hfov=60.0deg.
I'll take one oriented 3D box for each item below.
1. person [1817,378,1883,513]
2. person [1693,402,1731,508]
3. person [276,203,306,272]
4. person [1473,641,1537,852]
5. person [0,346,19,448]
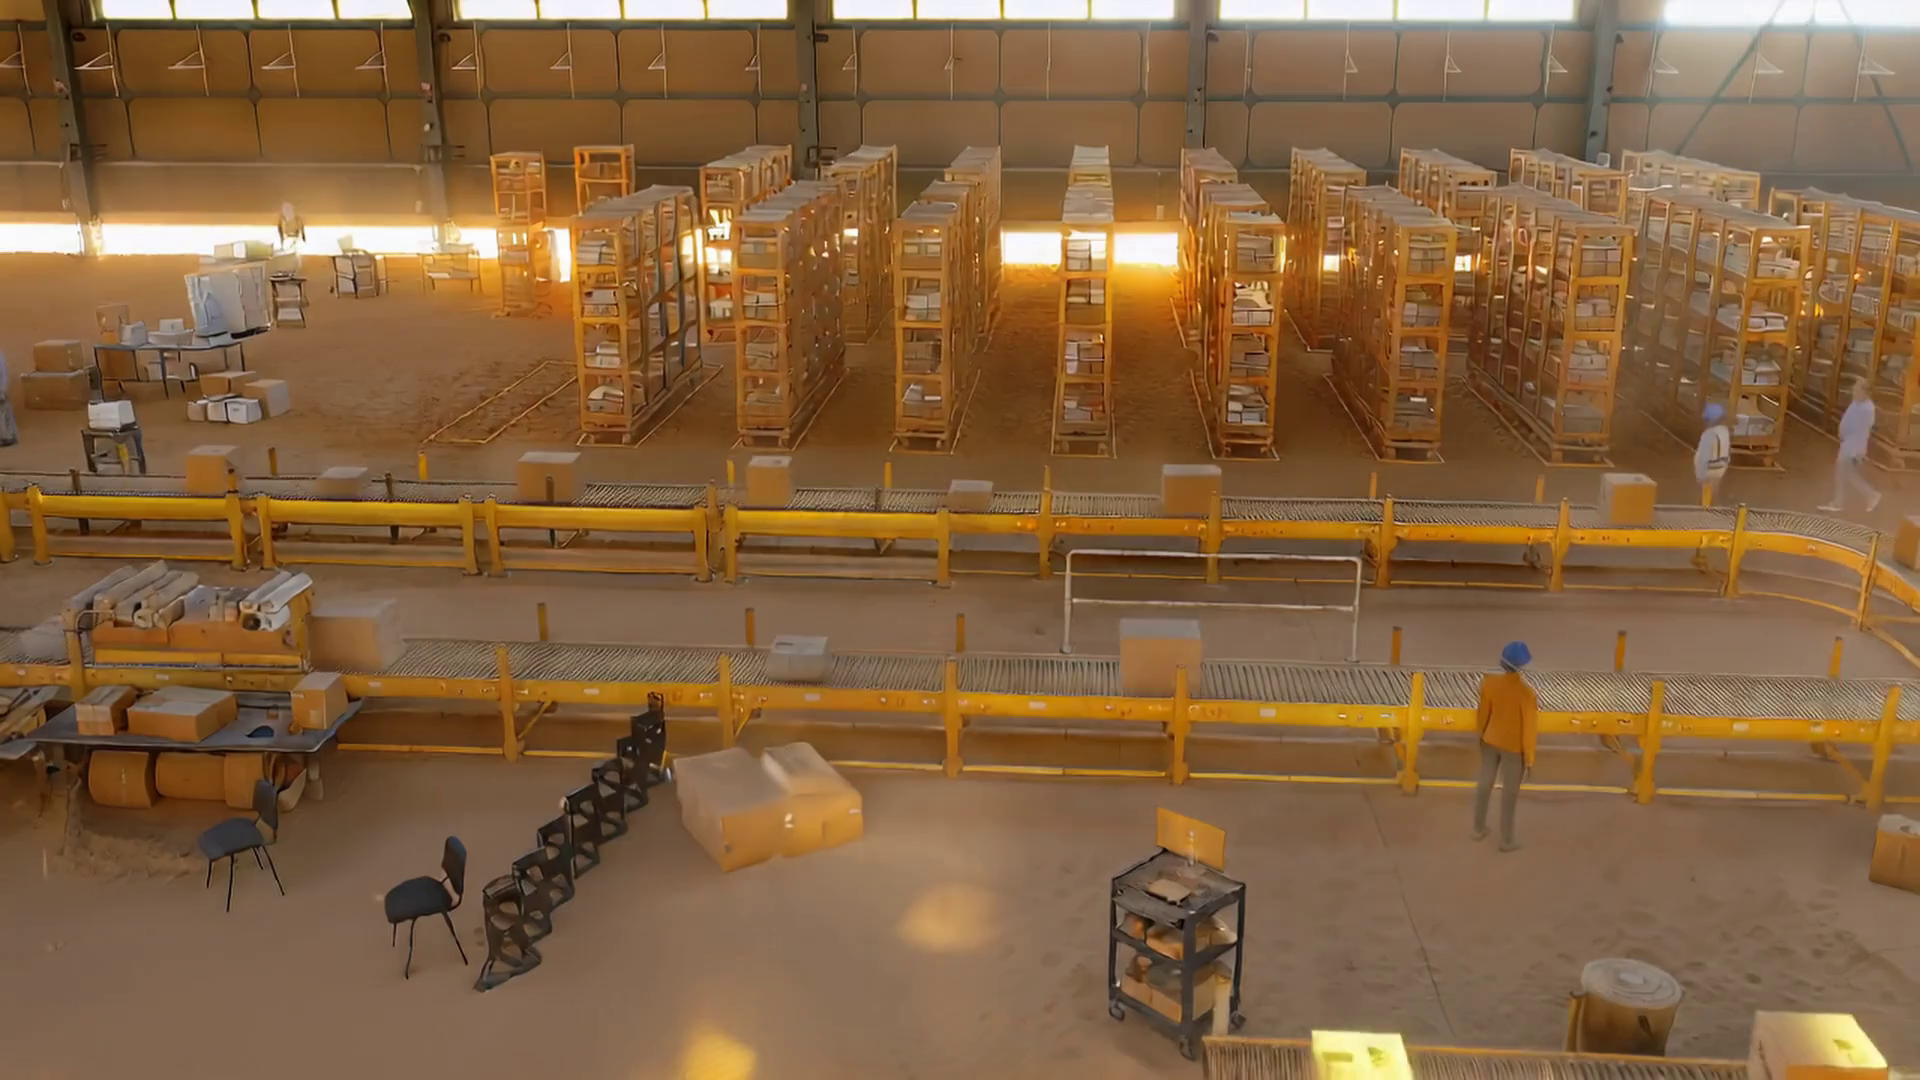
[{"bbox_3d":[12.123,-1.252,22.448,0.664,1.888,0.650,5,18,17],"label":"person"},{"bbox_3d":[9.697,-0.861,21.339,0.604,1.815,0.660,-16,24,-42],"label":"person"},{"bbox_3d":[-17.656,-7.986,43.911,0.642,1.830,0.429,-14,23,-38],"label":"person"},{"bbox_3d":[4.409,1.652,13.430,0.312,1.768,0.522,-13,22,-36],"label":"person"},{"bbox_3d":[-15.107,-2.433,26.024,0.608,1.989,0.386,12,21,33],"label":"person"}]
